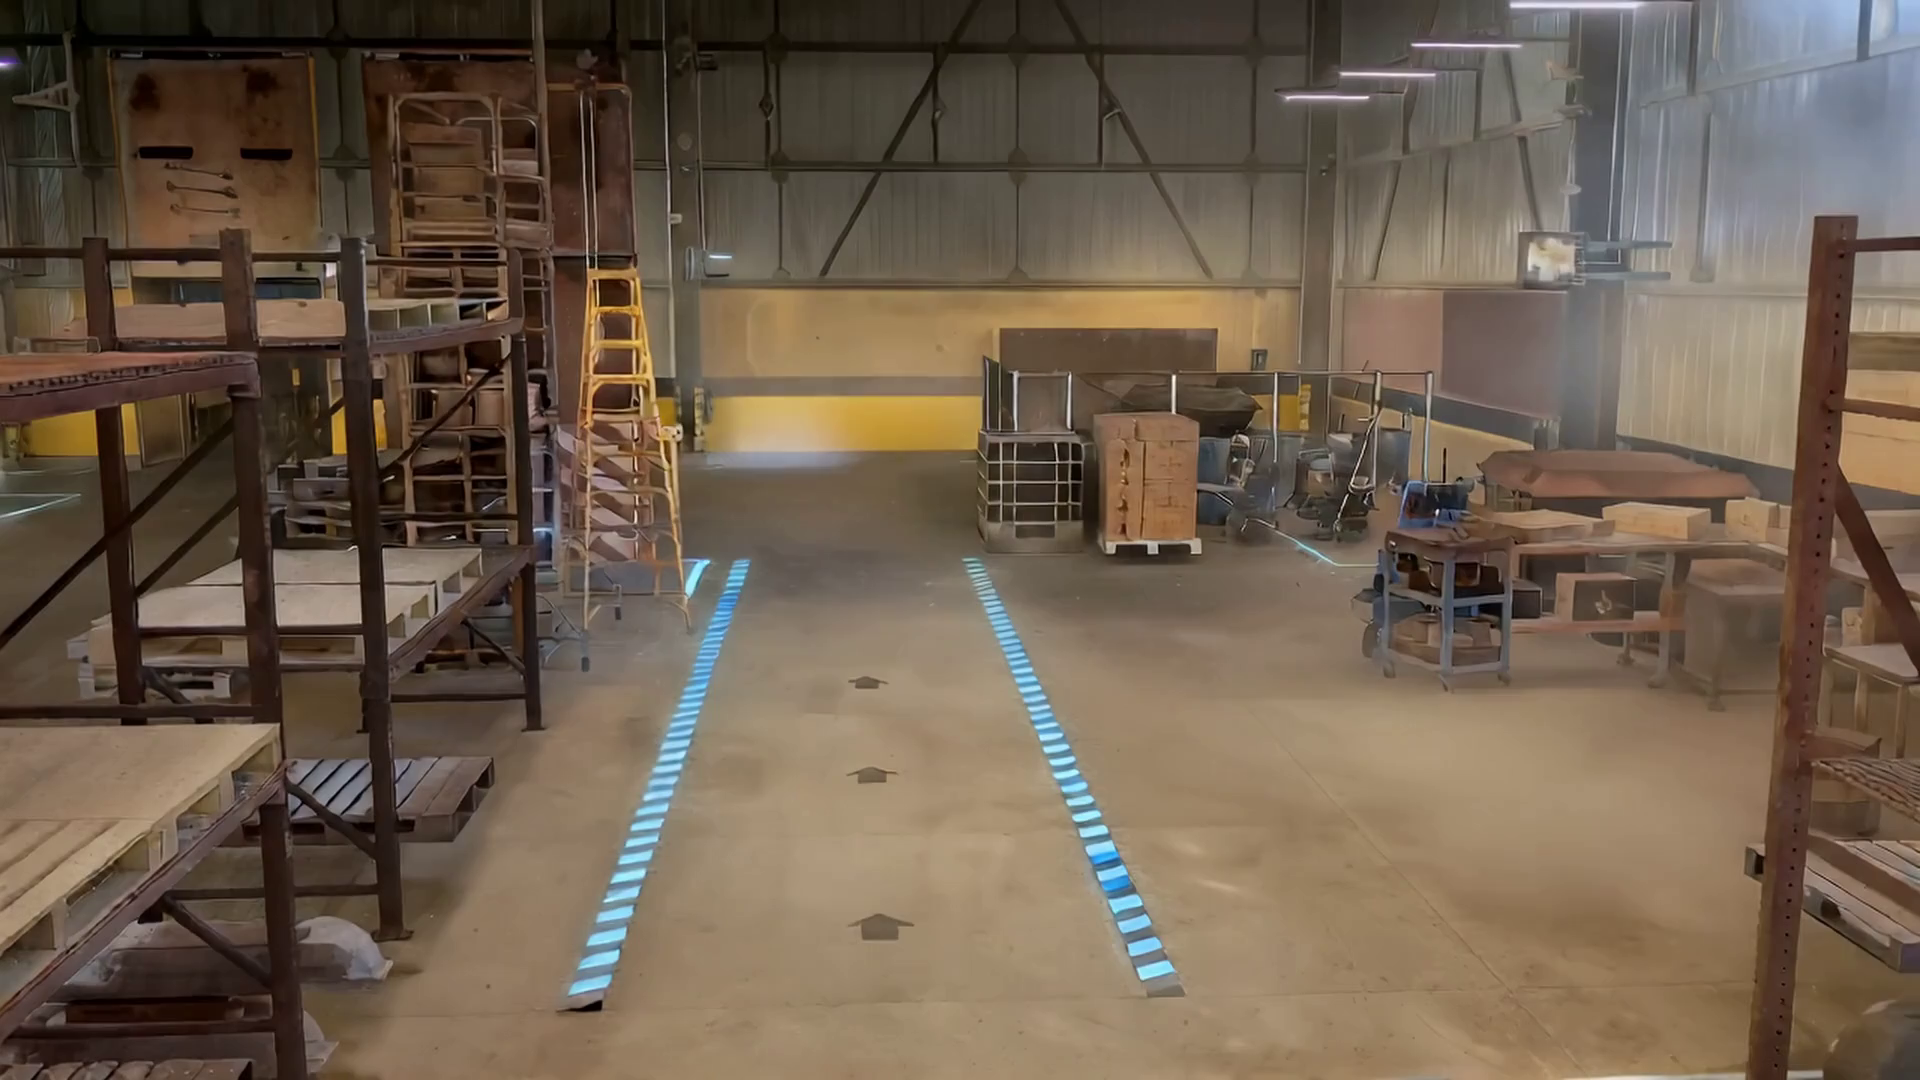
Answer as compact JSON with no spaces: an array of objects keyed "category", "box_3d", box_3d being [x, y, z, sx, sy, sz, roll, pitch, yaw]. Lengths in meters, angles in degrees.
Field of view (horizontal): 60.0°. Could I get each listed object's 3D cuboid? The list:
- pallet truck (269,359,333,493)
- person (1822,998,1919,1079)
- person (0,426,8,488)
[{"category":"pallet truck","box_3d":[-7.062,-1.131,18.996,1.885,1.965,0.823,2,9,13]},{"category":"person","box_3d":[1.232,1.560,2.288,0.372,1.938,0.630,-4,10,-23]},{"category":"person","box_3d":[-13.172,-1.656,22.514,0.389,1.930,0.544,-8,12,-41]}]
